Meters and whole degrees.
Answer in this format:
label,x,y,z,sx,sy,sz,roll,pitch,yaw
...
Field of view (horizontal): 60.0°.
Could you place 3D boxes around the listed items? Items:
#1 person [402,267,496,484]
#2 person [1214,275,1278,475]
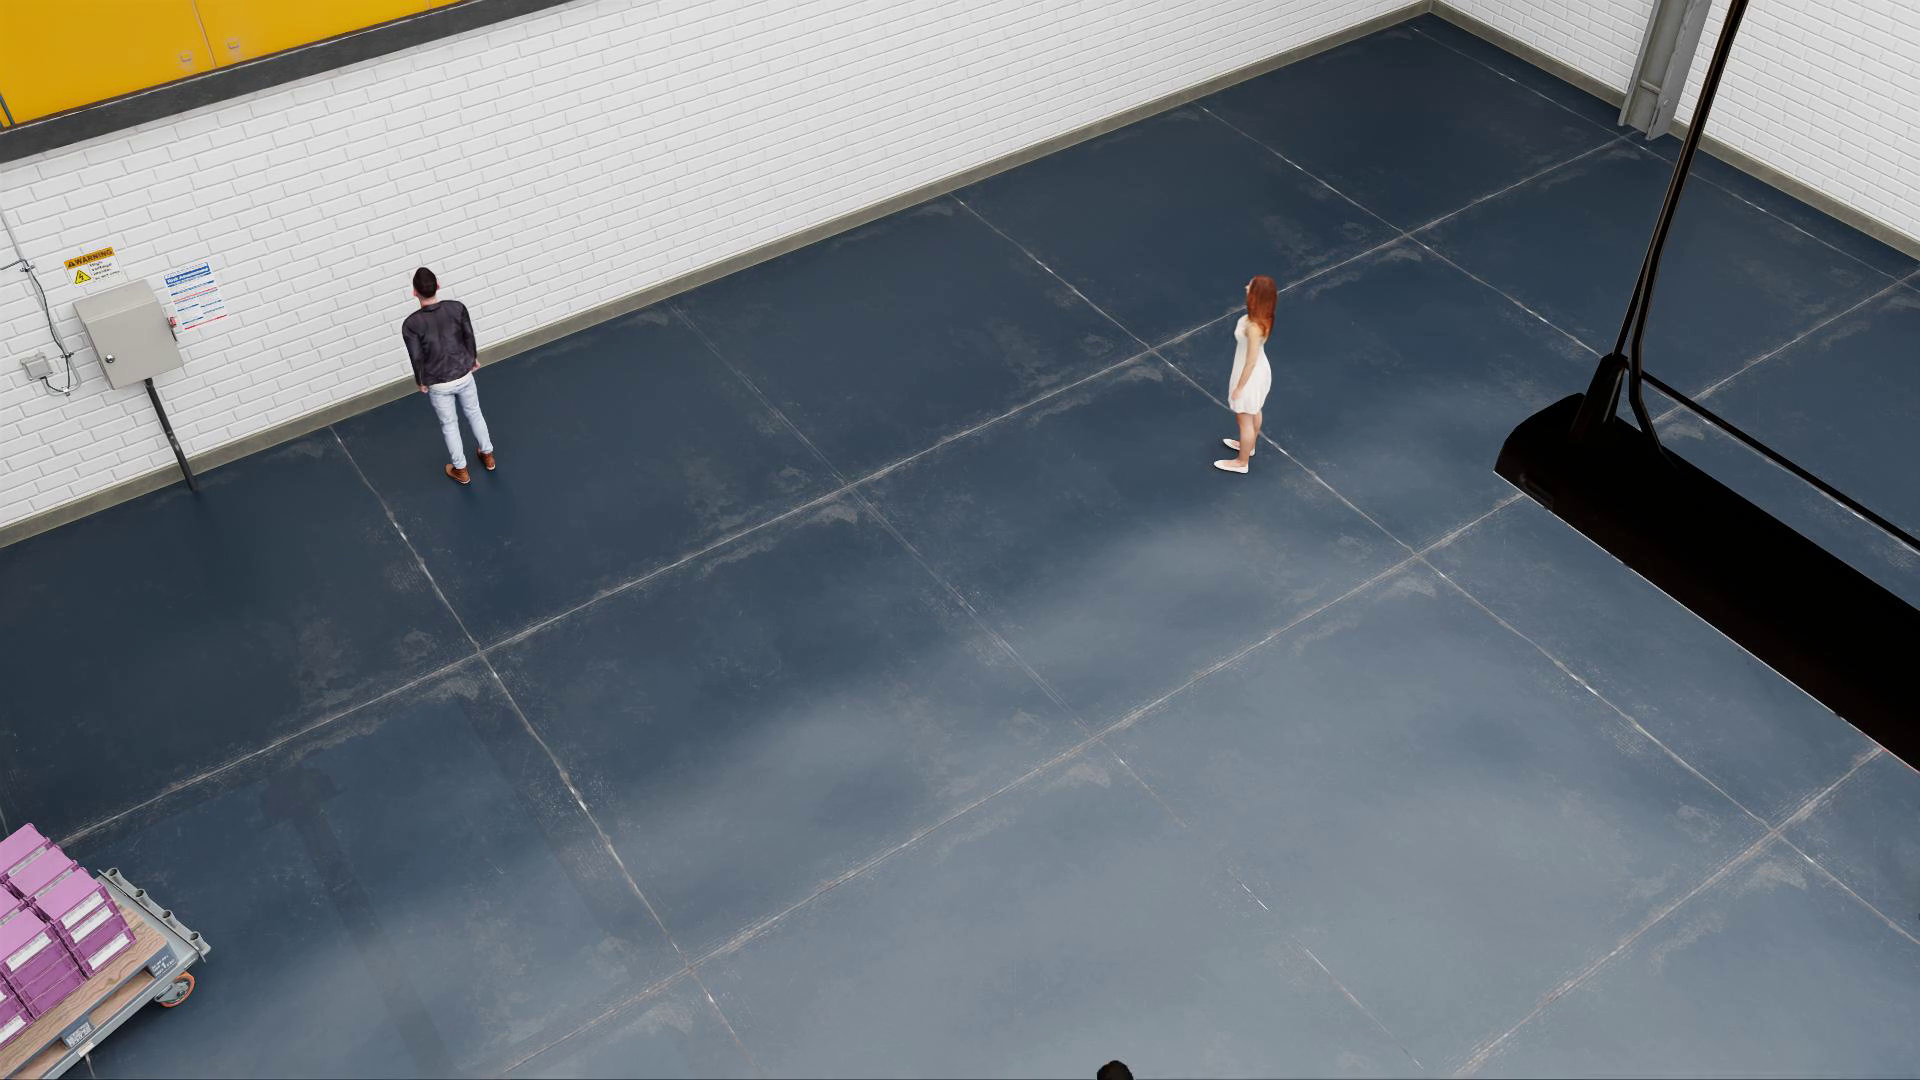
label,x,y,z,sx,sy,sz,roll,pitch,yaw
person,-3.717,-1.196,12.102,0.673,1.837,0.572,-31,52,-28
person,2.140,-1.225,12.223,0.678,1.711,0.647,17,46,17
